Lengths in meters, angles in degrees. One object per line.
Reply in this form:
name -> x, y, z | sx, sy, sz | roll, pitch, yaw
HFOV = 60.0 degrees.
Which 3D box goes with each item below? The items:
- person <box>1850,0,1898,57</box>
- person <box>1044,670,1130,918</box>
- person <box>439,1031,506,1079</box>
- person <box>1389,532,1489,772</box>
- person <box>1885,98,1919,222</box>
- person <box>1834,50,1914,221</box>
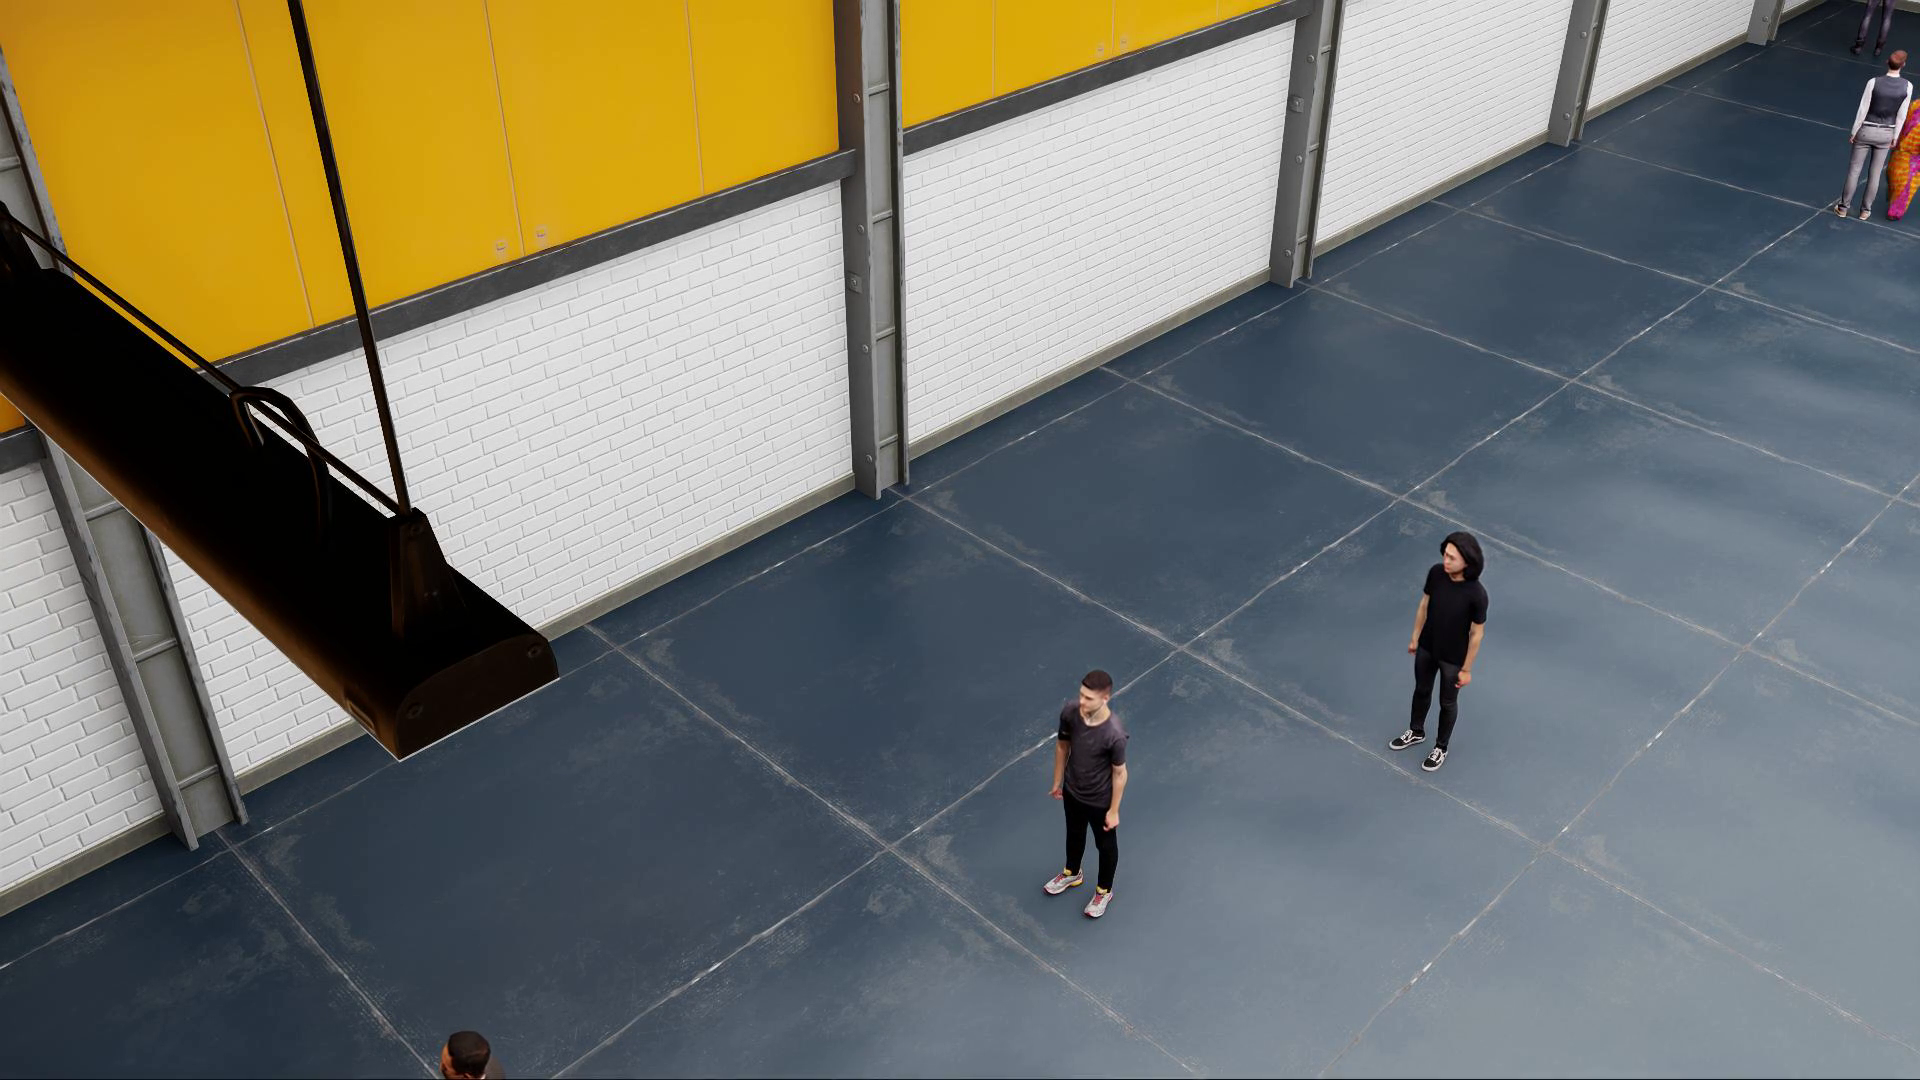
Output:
person -> 13.363, -7.950, 24.025 | 0.746, 1.832, 0.749 | 10, 35, 14
person -> 0.784, 1.488, 9.888 | 0.643, 1.763, 0.537 | 26, 41, 33
person -> -2.163, 2.914, 7.706 | 0.710, 1.804, 0.760 | -11, 35, -16
person -> 3.213, 0.707, 10.999 | 0.560, 1.834, 0.666 | -23, 40, -30
person -> 10.934, -4.480, 18.967 | 0.738, 1.652, 0.884 | 25, 41, 33
person -> 10.411, -4.615, 18.913 | 0.734, 1.937, 0.705 | 13, 36, 19
